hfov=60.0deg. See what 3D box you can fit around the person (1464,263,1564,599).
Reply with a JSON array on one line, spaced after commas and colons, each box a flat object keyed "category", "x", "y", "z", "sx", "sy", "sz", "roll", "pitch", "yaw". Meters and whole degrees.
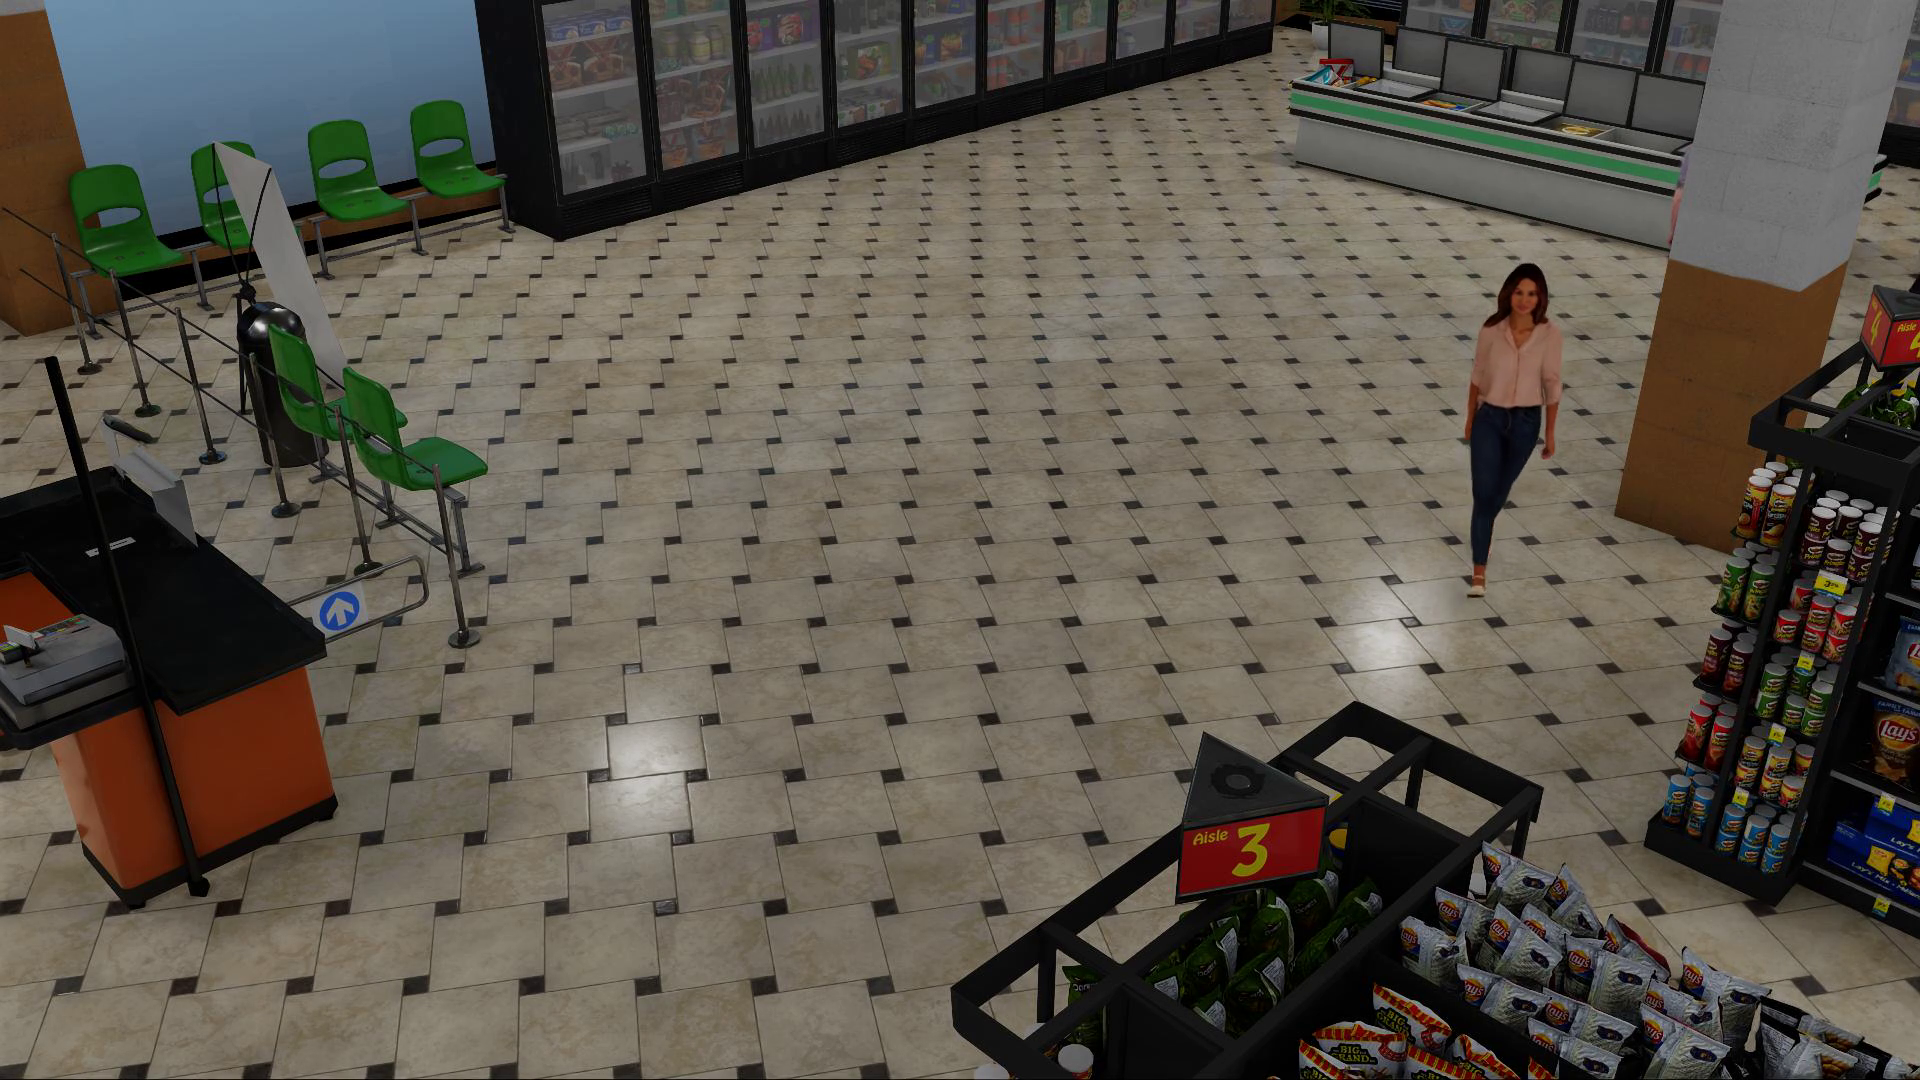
[{"category": "person", "x": 2.878, "y": -0.612, "z": 8.750, "sx": 1.151, "sy": 1.737, "sz": 1.050, "roll": 7, "pitch": 29, "yaw": 13}]
